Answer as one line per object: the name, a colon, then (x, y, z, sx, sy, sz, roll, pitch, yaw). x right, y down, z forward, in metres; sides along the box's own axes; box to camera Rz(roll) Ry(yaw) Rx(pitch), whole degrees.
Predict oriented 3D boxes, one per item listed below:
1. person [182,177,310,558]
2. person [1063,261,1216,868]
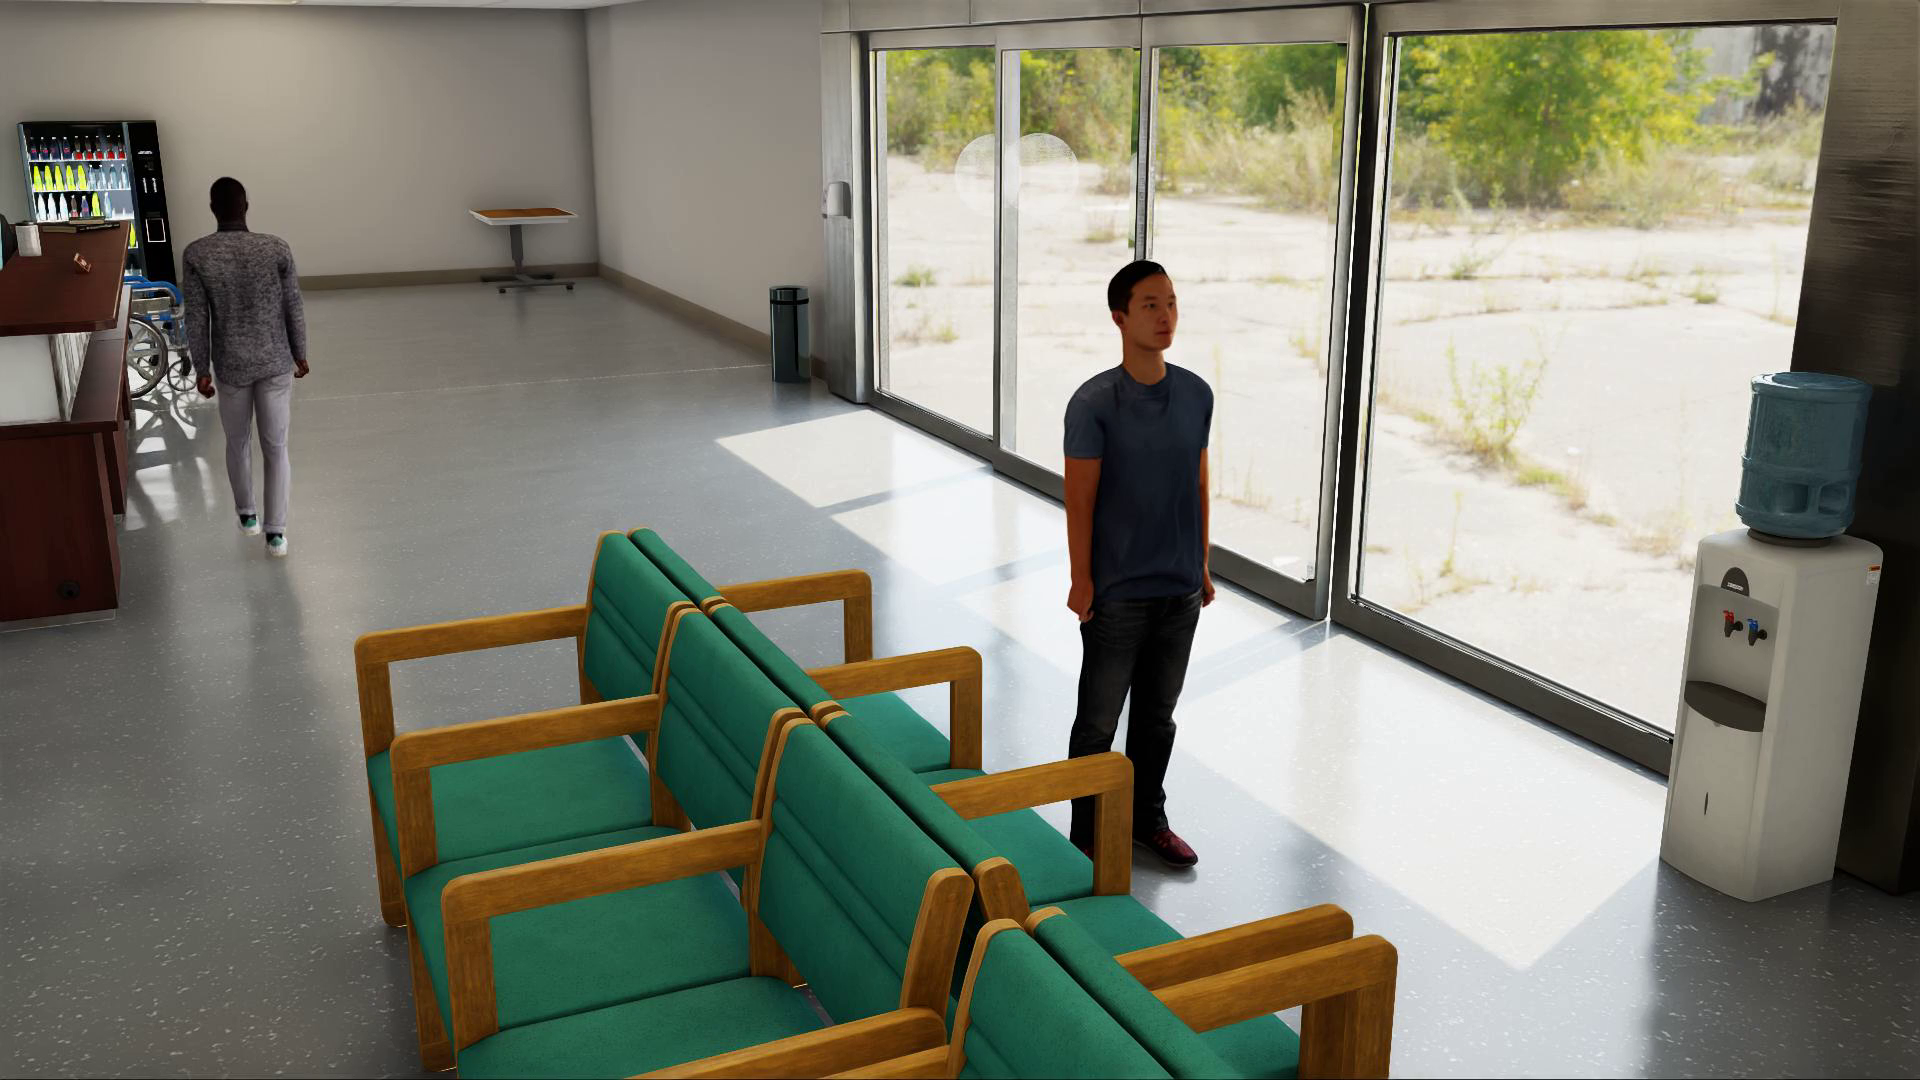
person: (-3.422, -0.808, 8.057, 0.866, 1.811, 0.769, -6, 17, -20)
person: (0.510, 0.102, 4.828, 0.498, 1.811, 0.722, -9, 18, -29)
